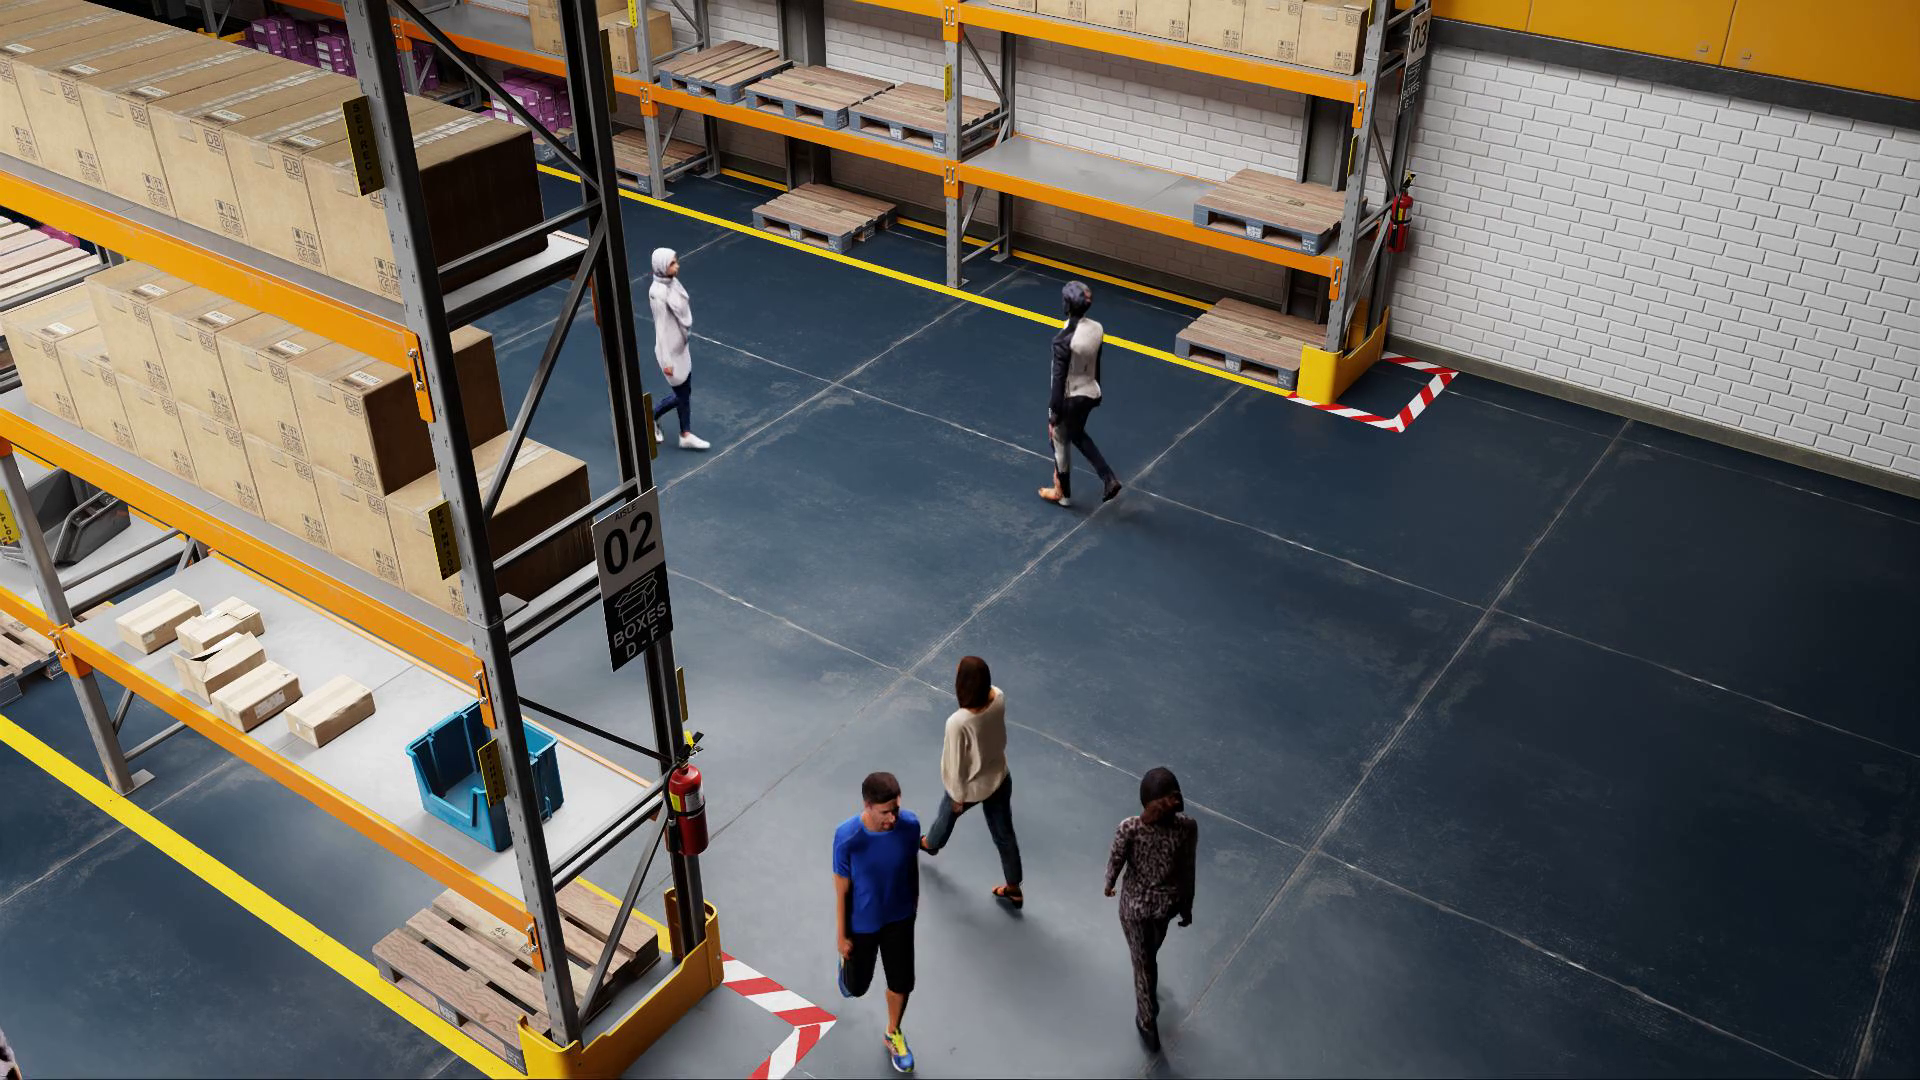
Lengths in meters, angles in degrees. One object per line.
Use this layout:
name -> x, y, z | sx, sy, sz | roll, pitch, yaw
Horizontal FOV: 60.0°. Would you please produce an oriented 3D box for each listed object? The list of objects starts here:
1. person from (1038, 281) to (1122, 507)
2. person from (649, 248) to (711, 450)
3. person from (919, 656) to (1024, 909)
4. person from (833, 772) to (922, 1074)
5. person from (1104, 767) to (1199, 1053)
person -> 0.921, -1.030, 12.579 | 0.971, 1.876, 0.746 | 26, 42, 34
person -> -2.385, -1.521, 13.415 | 0.901, 1.769, 0.784 | 8, 34, 11
person -> 0.167, 1.367, 9.184 | 0.762, 1.642, 1.117 | -28, 43, -35
person -> -0.444, 1.819, 8.318 | 0.936, 1.848, 1.061 | -11, 35, -16
person -> 0.975, 1.894, 8.350 | 0.984, 1.688, 1.012 | -4, 34, -6
